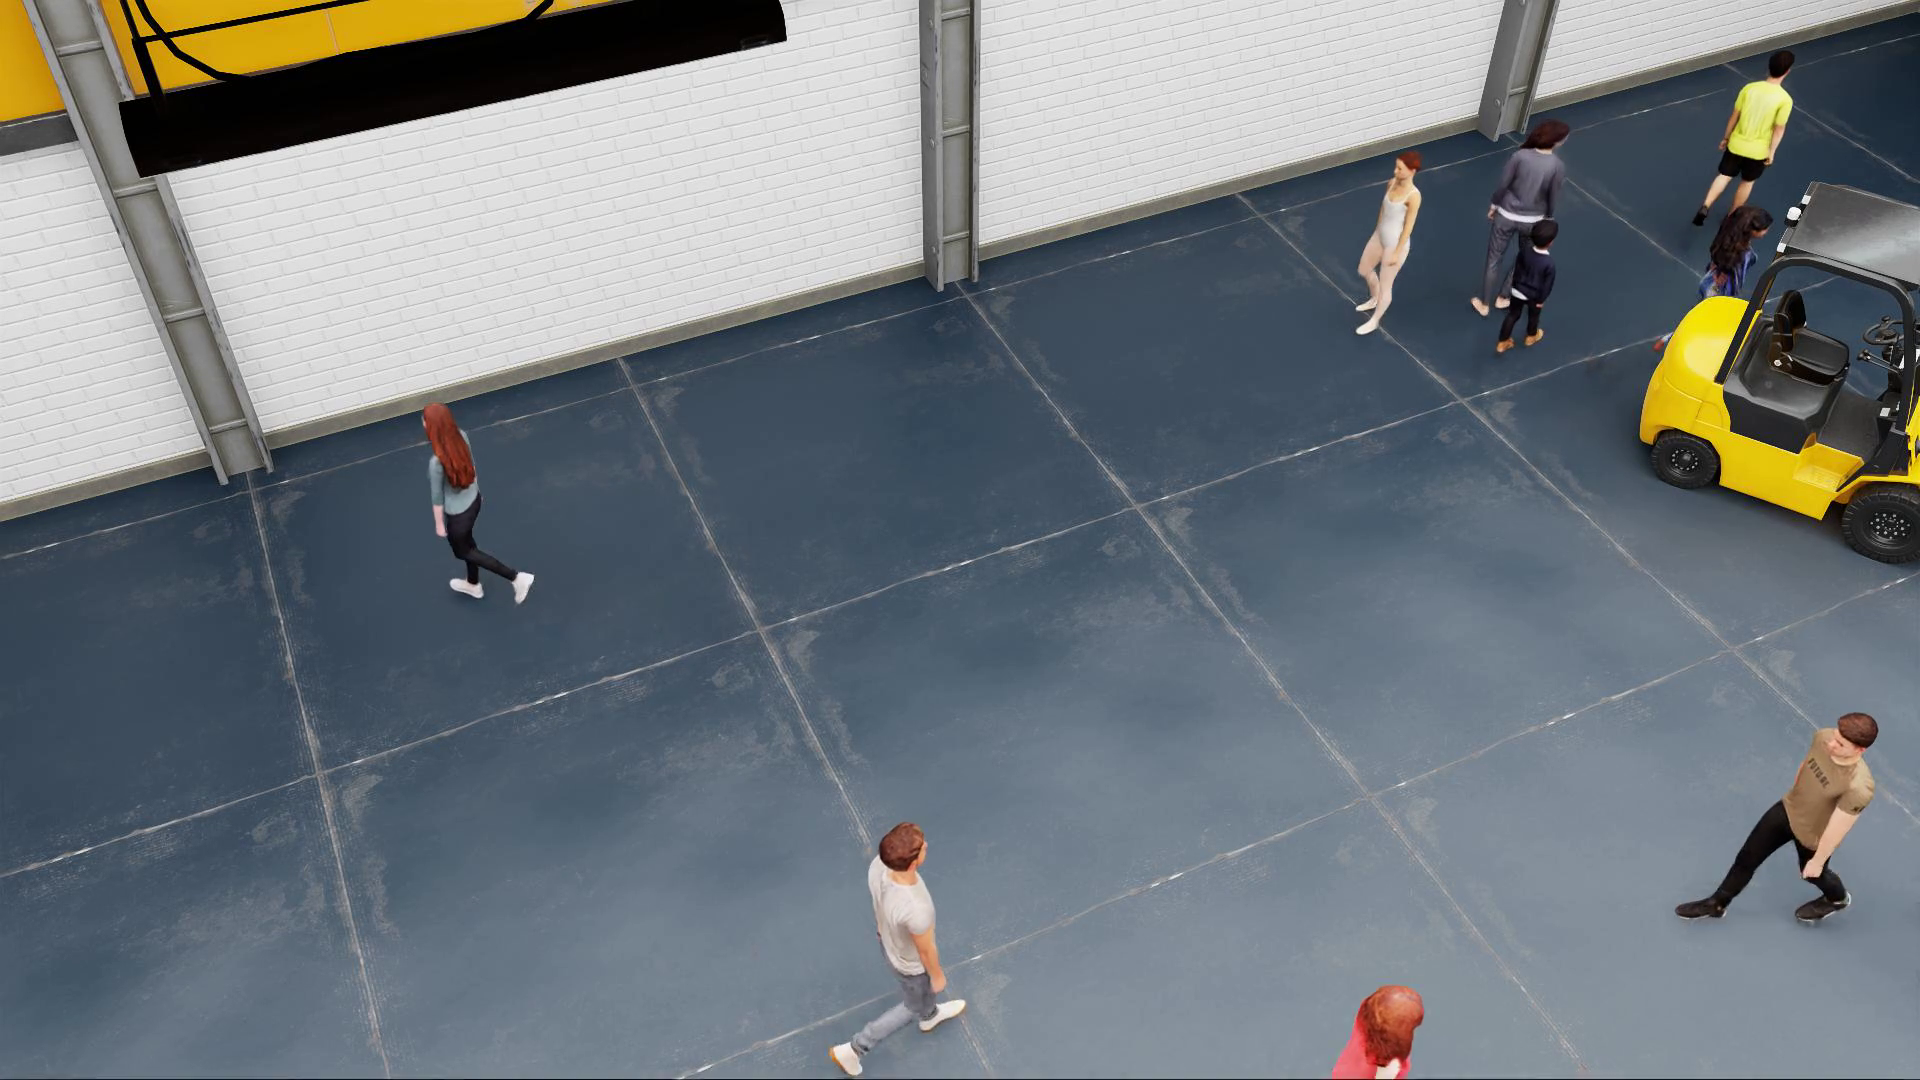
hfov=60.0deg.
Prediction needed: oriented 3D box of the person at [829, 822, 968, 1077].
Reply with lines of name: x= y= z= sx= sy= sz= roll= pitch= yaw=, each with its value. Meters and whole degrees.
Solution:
person: x=-0.327 y=2.150 z=8.610 sx=1.066 sy=1.877 sz=0.651 roll=-18 pitch=47 yaw=-18

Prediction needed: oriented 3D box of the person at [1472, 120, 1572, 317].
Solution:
person: x=4.636 y=-2.644 z=13.741 sx=0.776 sy=1.741 sz=0.845 roll=4 pitch=44 yaw=4

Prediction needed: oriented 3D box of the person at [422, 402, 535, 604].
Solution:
person: x=-3.283 y=-0.182 z=11.167 sx=1.030 sy=1.728 sz=0.933 roll=11 pitch=45 yaw=11

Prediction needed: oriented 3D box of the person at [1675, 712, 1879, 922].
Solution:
person: x=4.806 y=1.599 z=9.239 sx=1.314 sy=1.806 sz=0.911 roll=-6 pitch=44 yaw=-7

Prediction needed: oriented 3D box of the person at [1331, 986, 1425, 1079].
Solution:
person: x=1.855 y=2.704 z=8.074 sx=0.781 sy=1.815 sz=0.707 roll=-9 pitch=44 yaw=-9

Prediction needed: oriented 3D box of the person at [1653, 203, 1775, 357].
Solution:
person: x=5.889 y=-1.945 z=13.102 sx=0.874 sy=1.610 sz=0.797 roll=2 pitch=44 yaw=2

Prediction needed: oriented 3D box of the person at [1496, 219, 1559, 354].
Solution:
person: x=4.587 y=-2.031 z=13.486 sx=0.785 sy=1.205 sz=0.624 roll=-30 pitch=51 yaw=-28

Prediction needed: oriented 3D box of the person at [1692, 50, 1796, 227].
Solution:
person: x=6.919 y=-3.447 z=14.621 sx=0.814 sy=1.690 sz=0.980 roll=34 pitch=53 yaw=31

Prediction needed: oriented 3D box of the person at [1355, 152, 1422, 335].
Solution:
person: x=3.573 y=-2.445 z=13.605 sx=0.590 sy=1.640 sz=0.576 roll=-20 pitch=47 yaw=-20
